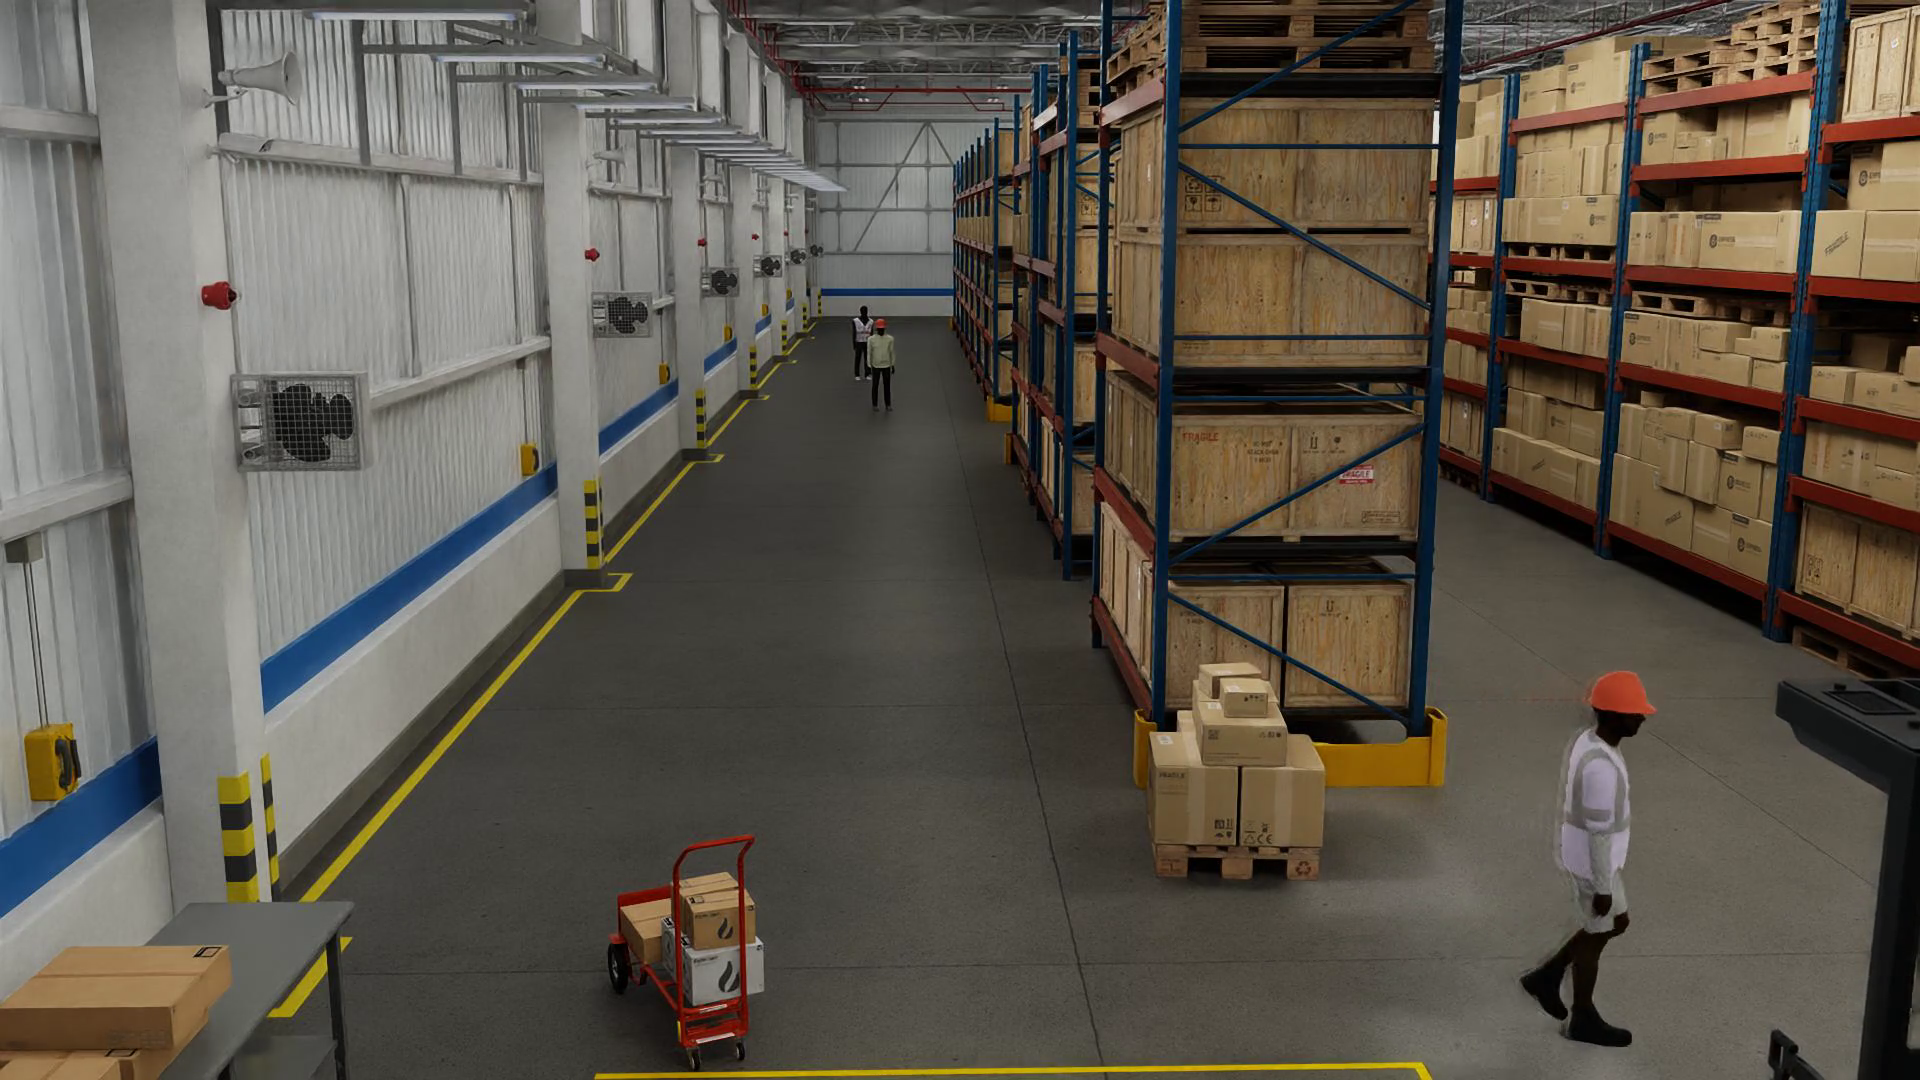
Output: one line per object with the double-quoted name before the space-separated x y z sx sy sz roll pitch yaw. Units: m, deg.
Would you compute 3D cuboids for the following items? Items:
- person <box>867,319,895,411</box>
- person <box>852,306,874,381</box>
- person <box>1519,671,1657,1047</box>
"person" -1.687 -3.751 35.705 0.618 1.986 0.407 -3 11 -15
"person" -2.482 -5.044 42.639 0.593 1.910 0.388 -5 12 -25
"person" 3.125 1.568 8.184 0.459 1.926 0.573 4 11 18
